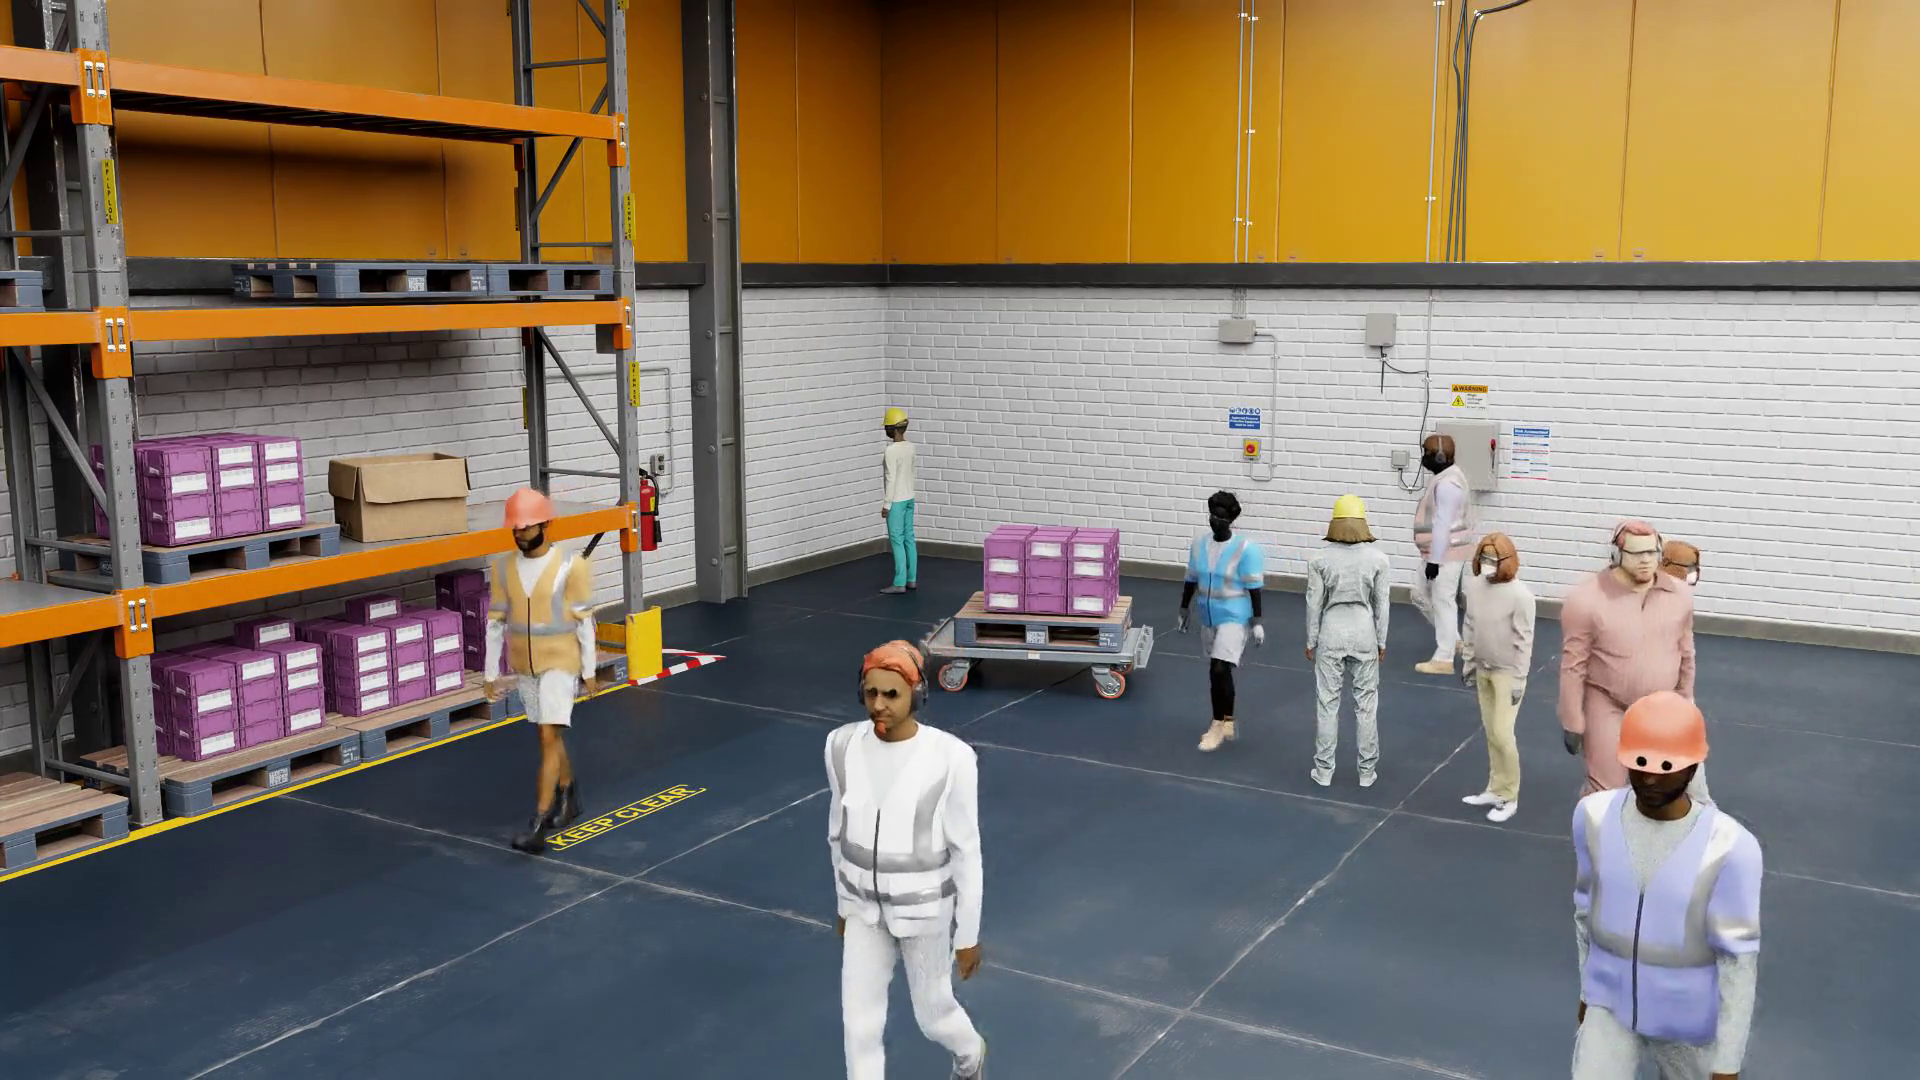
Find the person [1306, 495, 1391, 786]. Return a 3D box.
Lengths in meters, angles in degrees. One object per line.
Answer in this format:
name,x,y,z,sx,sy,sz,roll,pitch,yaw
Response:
person,2.286,0.597,9.848,0.484,1.736,0.306,1,9,7

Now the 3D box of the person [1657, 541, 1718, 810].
person,3.852,0.788,9.110,0.508,1.591,0.825,-6,11,-35

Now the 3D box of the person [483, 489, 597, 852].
person,-2.264,0.682,8.789,0.564,1.894,0.963,2,9,14

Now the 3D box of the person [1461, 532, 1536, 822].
person,2.995,0.750,9.264,0.385,1.617,0.507,-4,10,-25

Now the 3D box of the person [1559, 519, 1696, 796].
person,3.178,0.830,7.912,0.665,1.888,0.432,-1,9,-4

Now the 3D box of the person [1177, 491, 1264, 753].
person,1.620,0.516,10.511,0.595,1.669,0.606,-7,12,-38

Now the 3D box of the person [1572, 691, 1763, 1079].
person,2.033,1.333,4.829,0.553,1.884,1.022,8,12,41

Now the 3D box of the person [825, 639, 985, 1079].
person,-0.157,1.222,5.609,0.585,1.855,0.878,4,10,25

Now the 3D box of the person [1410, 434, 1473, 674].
person,3.641,0.113,12.595,0.437,1.830,0.643,2,9,10

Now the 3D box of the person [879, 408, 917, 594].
person,-0.601,-0.368,15.775,0.317,1.766,0.535,4,10,25
